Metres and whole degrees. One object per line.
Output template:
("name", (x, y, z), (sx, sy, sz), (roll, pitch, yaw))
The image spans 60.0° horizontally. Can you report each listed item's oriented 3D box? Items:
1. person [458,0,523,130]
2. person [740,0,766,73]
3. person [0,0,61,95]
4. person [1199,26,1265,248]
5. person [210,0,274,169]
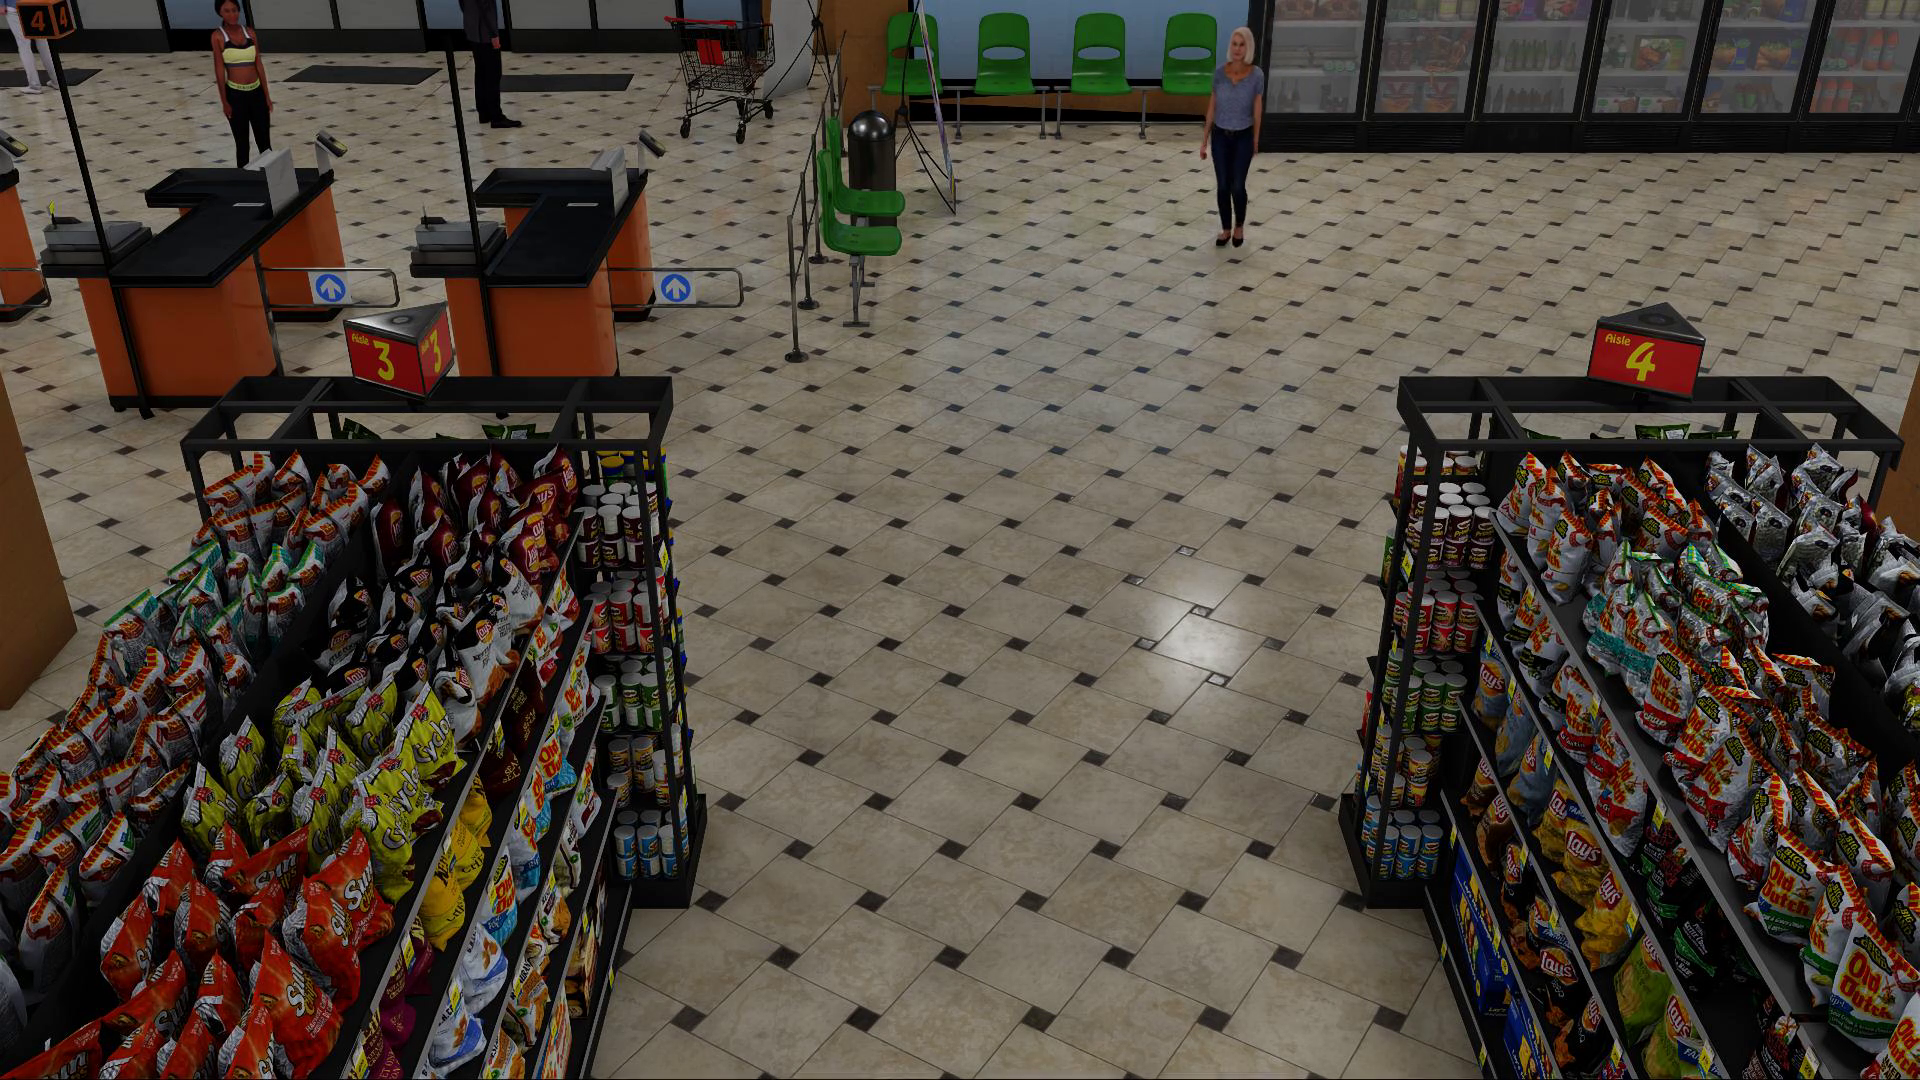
("person", (-4.660, -4.990, 16.266), (0.868, 1.841, 0.777), (-21, 35, -34))
("person", (-2.330, -6.109, 18.367), (0.727, 1.792, 0.613), (-14, 32, -25))
("person", (-9.844, -5.656, 17.437), (0.800, 1.888, 0.688), (16, 32, 27))
("person", (2.163, -3.165, 13.063), (0.682, 1.709, 0.708), (14, 32, 24))
("person", (-6.011, -3.696, 13.986), (0.641, 1.755, 0.697), (-24, 37, -37))
